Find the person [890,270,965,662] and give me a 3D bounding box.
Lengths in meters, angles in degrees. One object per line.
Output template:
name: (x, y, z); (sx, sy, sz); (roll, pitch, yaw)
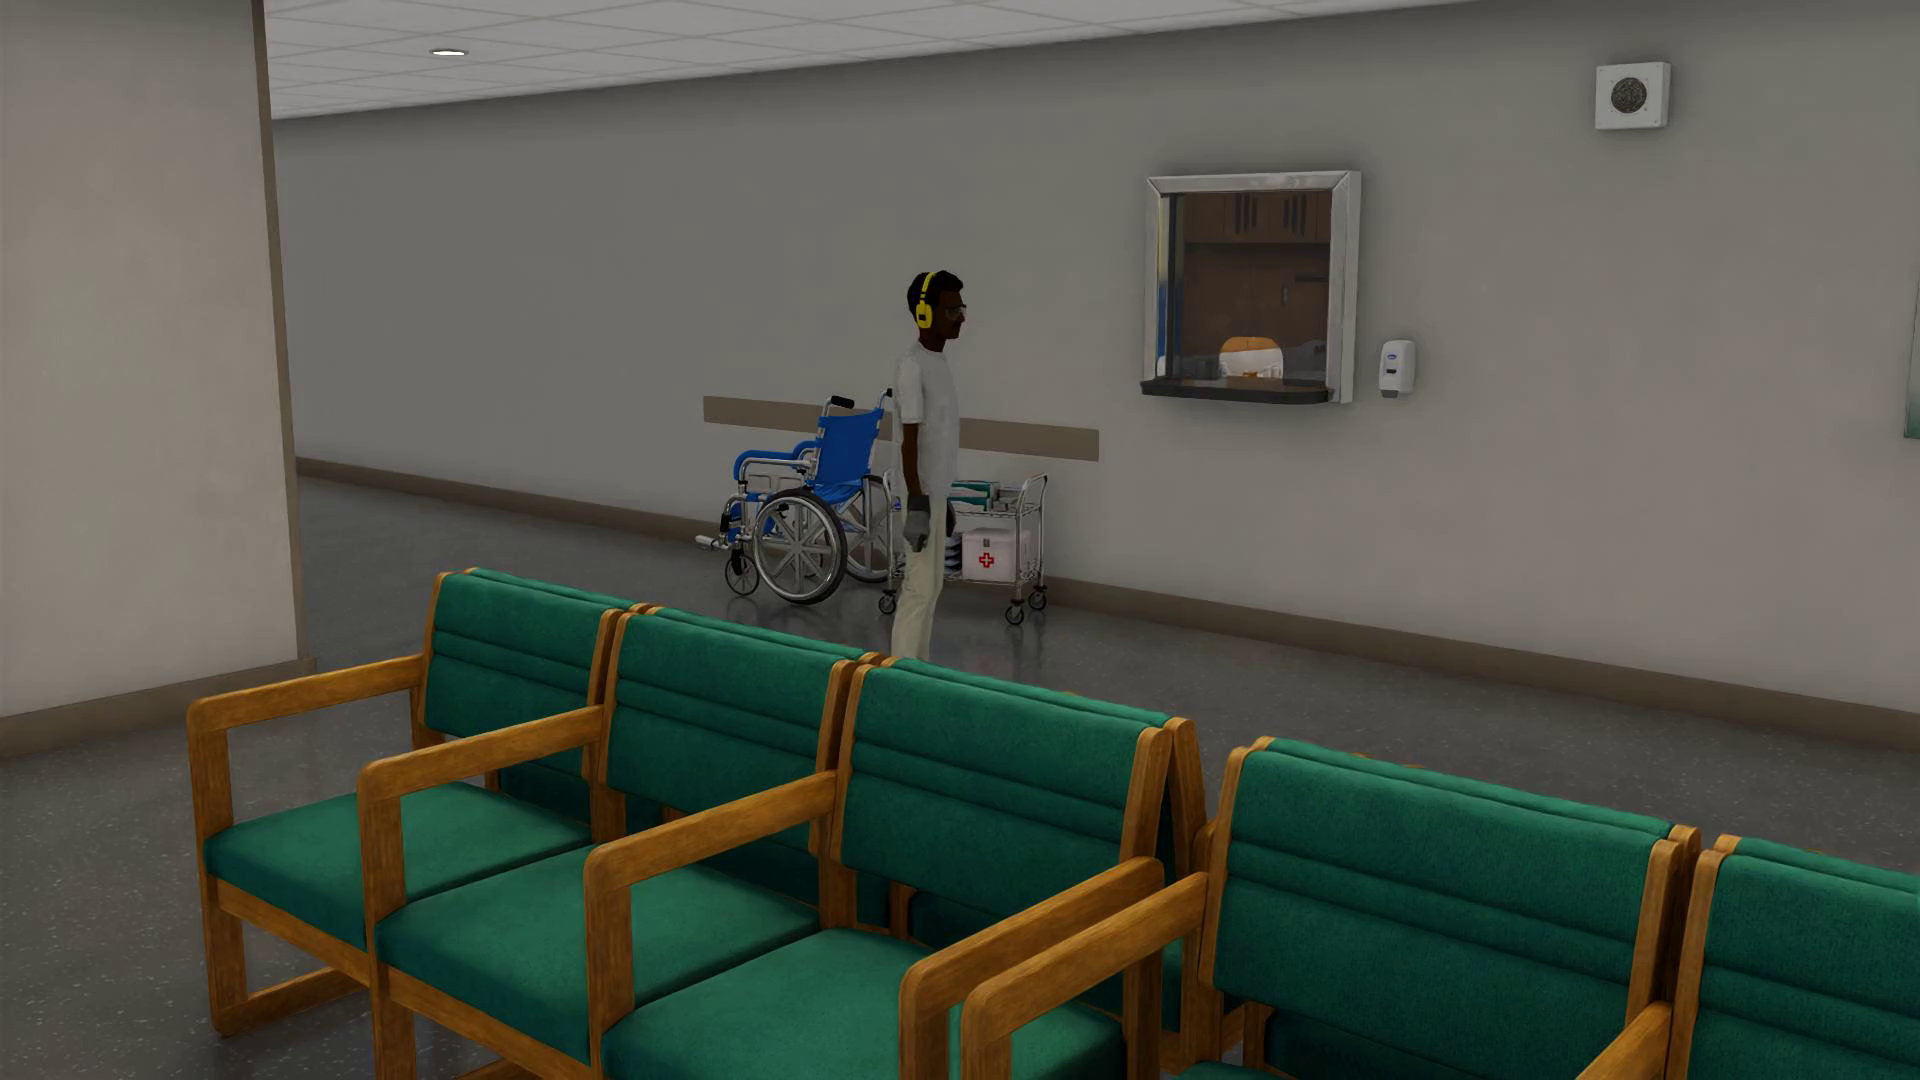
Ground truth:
person: (-0.124, -0.163, 6.828); (0.313, 1.869, 0.528); (2, 10, 13)
